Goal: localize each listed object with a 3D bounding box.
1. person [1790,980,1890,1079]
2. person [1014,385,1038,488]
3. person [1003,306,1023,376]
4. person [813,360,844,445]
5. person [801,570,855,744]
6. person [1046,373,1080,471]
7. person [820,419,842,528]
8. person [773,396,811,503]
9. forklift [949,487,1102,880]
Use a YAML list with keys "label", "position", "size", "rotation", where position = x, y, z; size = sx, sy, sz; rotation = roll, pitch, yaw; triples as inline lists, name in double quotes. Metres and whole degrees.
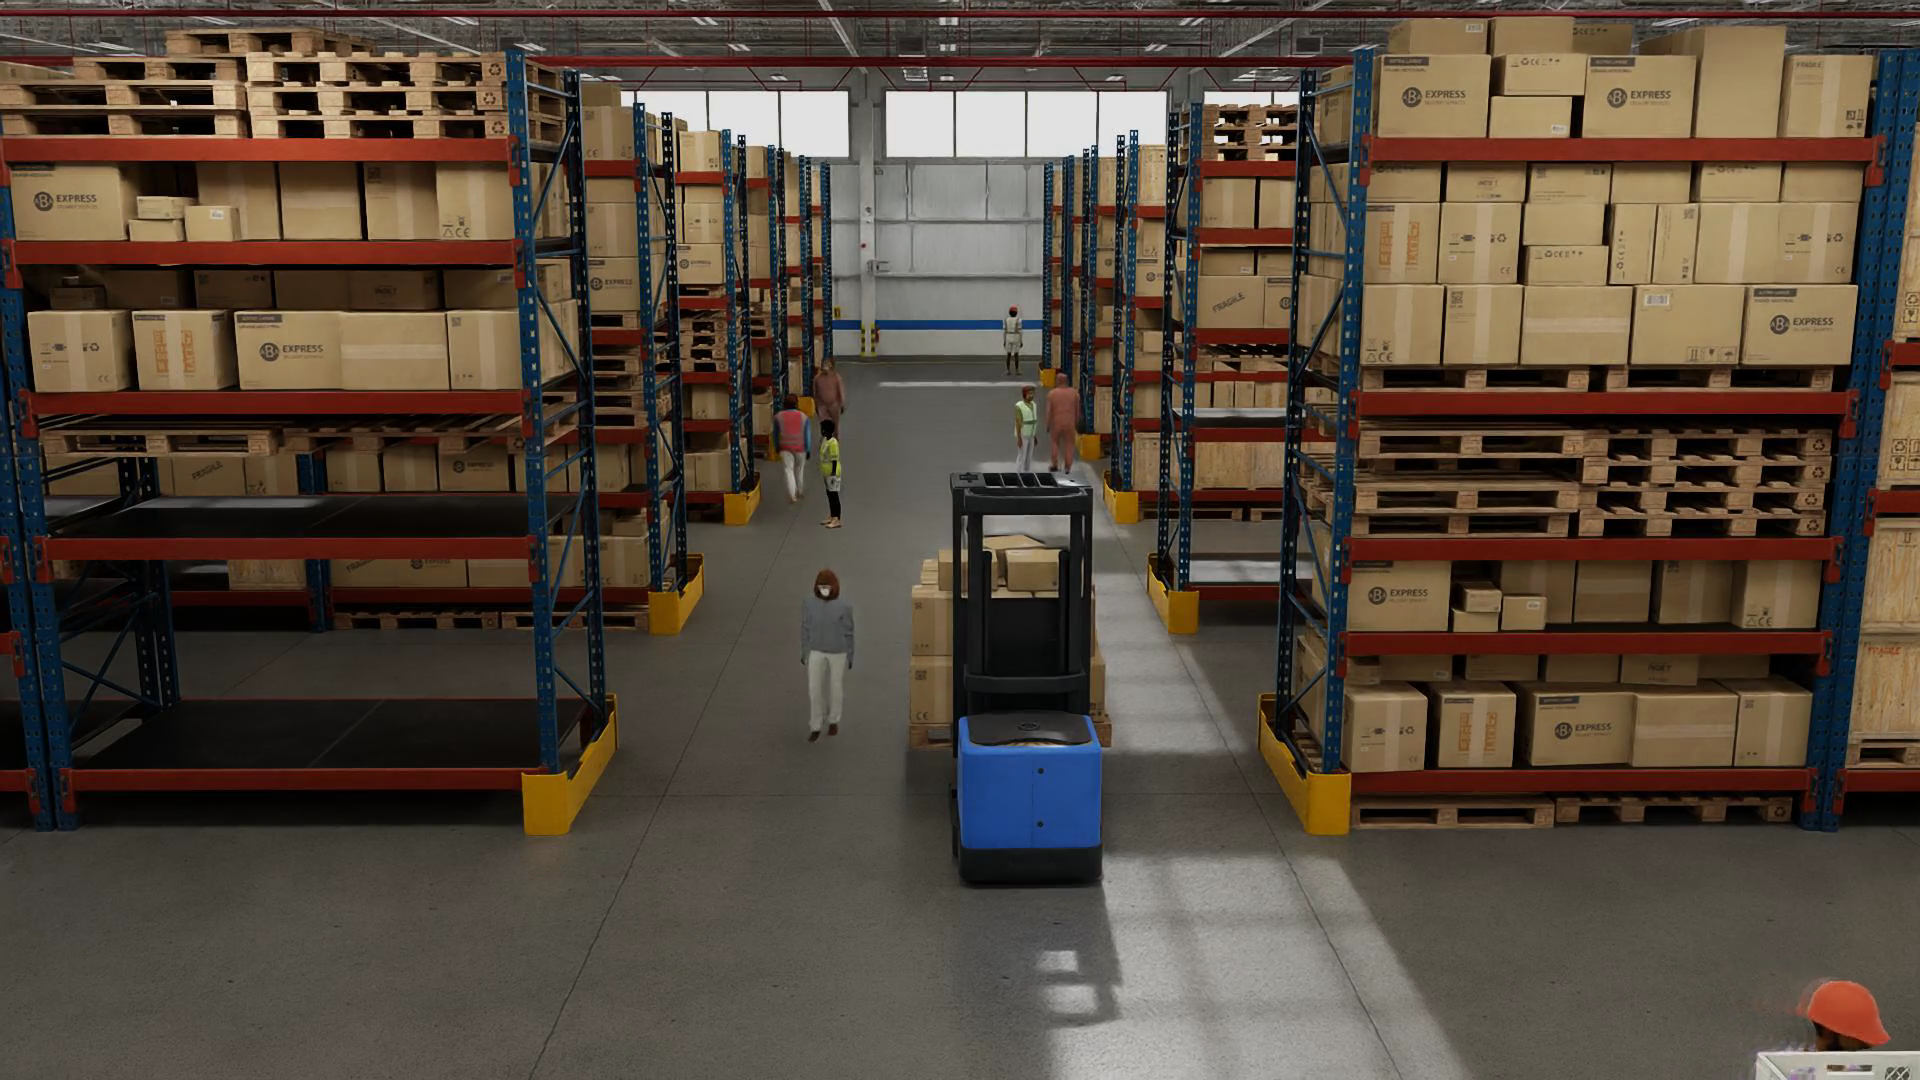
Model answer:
- label: "person"
  position: [3.454, 2.675, 6.838]
  size: [0.556, 1.920, 0.694]
  rotation: [-9, 15, -39]
- label: "person"
  position: [1.157, -1.804, 29.206]
  size: [0.389, 1.849, 0.567]
  rotation: [8, 14, 33]
- label: "person"
  position: [1.554, -5.835, 48.726]
  size: [0.605, 2.035, 0.384]
  rotation: [4, 12, 20]
- label: "person"
  position: [-2.665, -2.743, 33.831]
  size: [0.642, 1.871, 0.957]
  rotation: [0, 11, 2]
- label: "person"
  position: [-1.246, 1.088, 15.441]
  size: [0.523, 1.608, 0.669]
  rotation: [1, 11, 5]
- label: "person"
  position: [1.894, -2.176, 30.989]
  size: [0.653, 1.869, 0.880]
  rotation: [-1, 11, -7]
- label: "person"
  position: [-2.013, -1.033, 25.784]
  size: [0.317, 1.691, 0.535]
  rotation: [-4, 12, -21]
- label: "person"
  position: [-2.835, -1.524, 28.007]
  size: [0.621, 1.797, 0.947]
  rotation: [-4, 12, -18]
- label: "forklift"
  position: [0.495, 0.986, 12.813]
  size: [1.129, 2.768, 1.873]
  rotation: [0, 11, -2]
